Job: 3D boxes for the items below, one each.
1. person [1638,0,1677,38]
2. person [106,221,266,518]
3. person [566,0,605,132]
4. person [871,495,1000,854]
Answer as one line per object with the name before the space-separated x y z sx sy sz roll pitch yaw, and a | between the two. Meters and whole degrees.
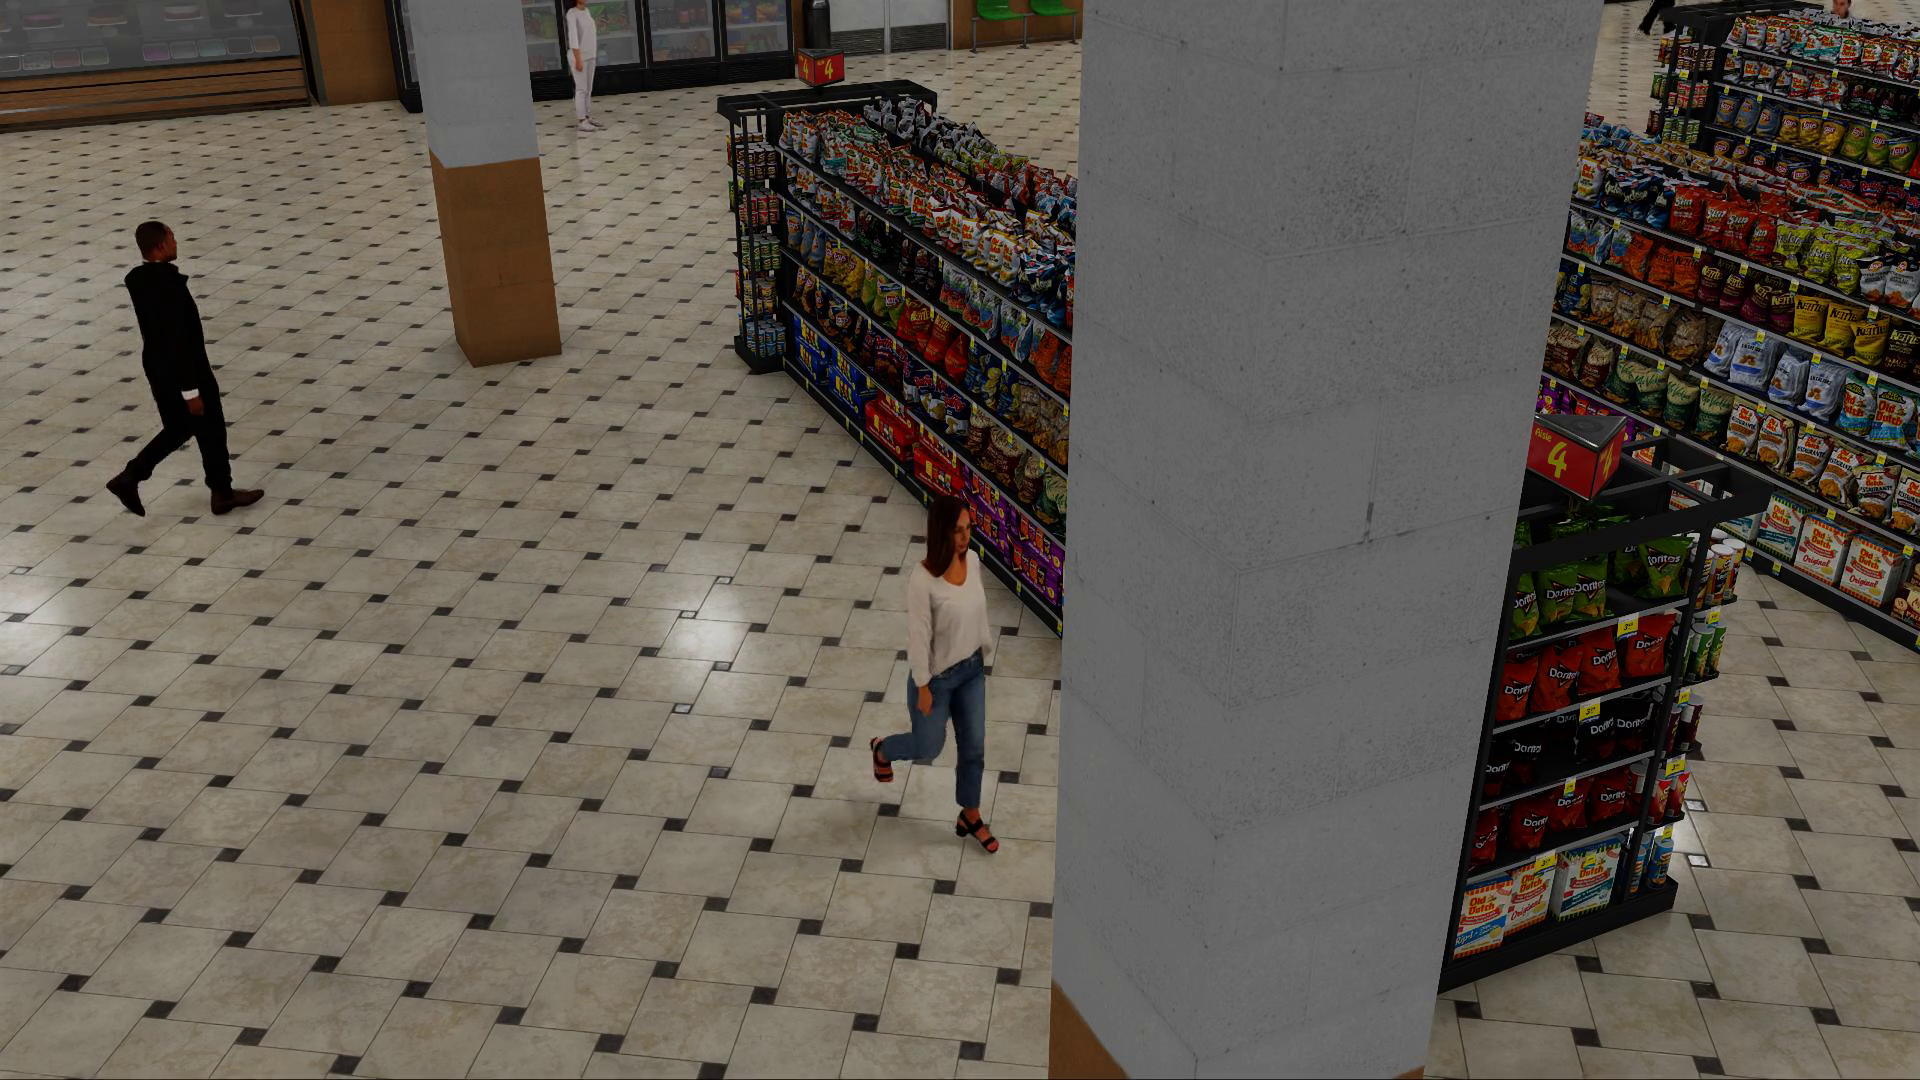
person | 10.552 -8.471 24.859 0.895 1.885 1.263 -17 31 -30
person | -4.818 -0.940 10.073 1.156 1.827 1.028 23 35 38
person | -4.469 -5.712 19.637 0.759 1.687 0.687 6 28 13
person | -0.125 0.563 7.288 1.060 1.665 0.829 23 35 38
